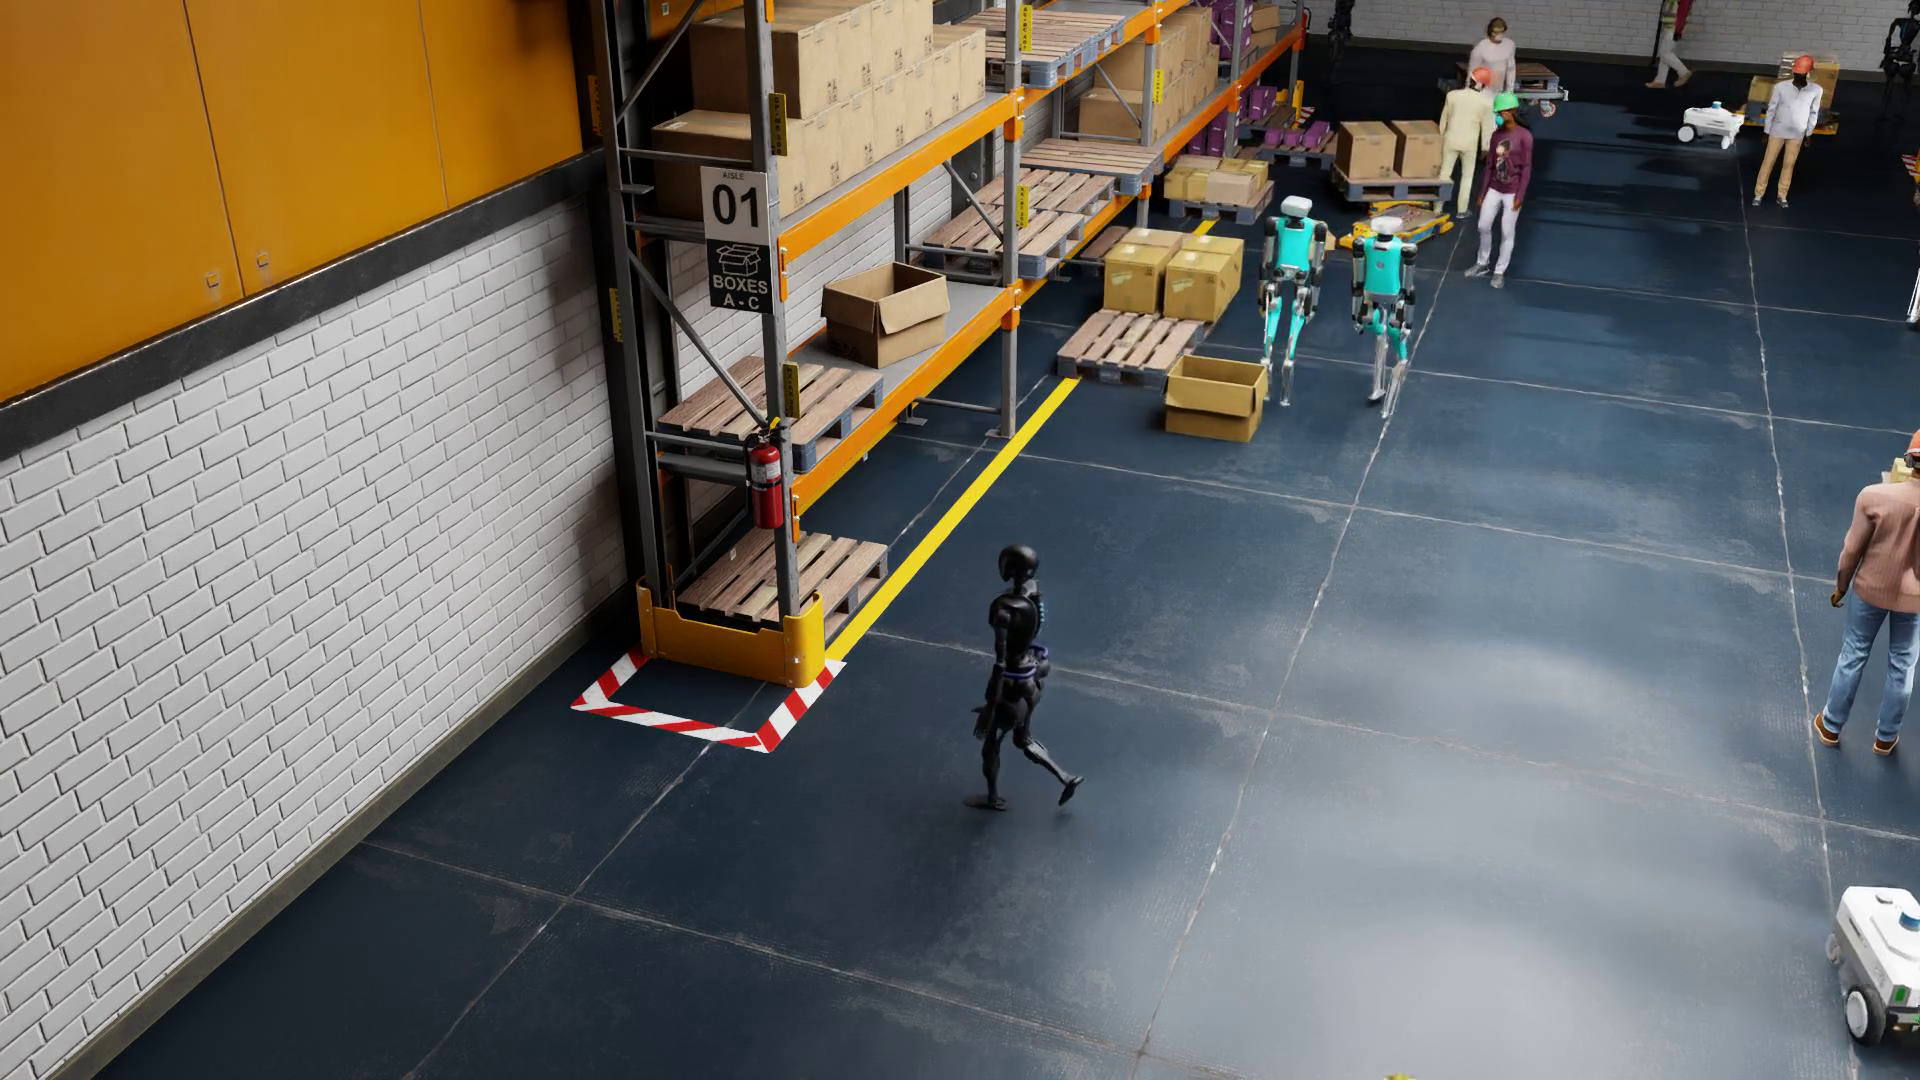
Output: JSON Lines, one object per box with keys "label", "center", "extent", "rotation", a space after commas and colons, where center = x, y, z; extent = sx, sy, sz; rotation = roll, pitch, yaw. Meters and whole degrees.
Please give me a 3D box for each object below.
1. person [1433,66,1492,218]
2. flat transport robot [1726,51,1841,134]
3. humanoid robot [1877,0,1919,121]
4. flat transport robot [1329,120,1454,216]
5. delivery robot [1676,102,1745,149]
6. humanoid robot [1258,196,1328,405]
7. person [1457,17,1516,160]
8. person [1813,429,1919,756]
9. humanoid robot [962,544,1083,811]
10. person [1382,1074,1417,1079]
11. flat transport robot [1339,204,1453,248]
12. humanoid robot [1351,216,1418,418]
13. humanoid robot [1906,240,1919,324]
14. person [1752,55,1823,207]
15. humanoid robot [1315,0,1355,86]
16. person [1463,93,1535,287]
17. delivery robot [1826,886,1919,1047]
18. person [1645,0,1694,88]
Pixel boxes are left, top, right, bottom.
{"label": "person", "center": [5.717, -4.523, 18.930], "extent": [0.595, 1.726, 0.364], "rotation": [17, 32, 29]}
{"label": "flat transport robot", "center": [11.410, -5.848, 23.094], "extent": [1.431, 0.231, 0.659], "rotation": [13, 30, 24]}
{"label": "humanoid robot", "center": [13.121, -6.681, 23.168], "extent": [0.374, 1.657, 0.600], "rotation": [-18, 32, -31]}
{"label": "flat transport robot", "center": [5.024, -4.013, 19.535], "extent": [0.659, 0.231, 1.431], "rotation": [-1, 27, -1]}
{"label": "delivery robot", "center": [10.026, -5.547, 22.191], "extent": [0.749, 0.587, 0.525], "rotation": [23, 35, 37]}
{"label": "humanoid robot", "center": [2.704, -1.931, 13.880], "extent": [0.532, 1.784, 0.650], "rotation": [10, 29, 18]}
{"label": "person", "center": [6.617, -5.646, 20.945], "extent": [0.624, 1.883, 1.026], "rotation": [-15, 31, -26]}
{"label": "person", "center": [5.225, 0.289, 9.320], "extent": [0.610, 1.985, 0.398], "rotation": [12, 30, 23]}
{"label": "humanoid robot", "center": [0.314, 0.769, 8.742], "extent": [0.621, 1.639, 0.603], "rotation": [11, 29, 21]}
{"label": "person", "center": [1.331, 2.524, 5.120], "extent": [0.632, 1.885, 0.925], "rotation": [-6, 28, -11]}
{"label": "flat transport robot", "center": [4.849, -3.439, 18.422], "extent": [0.659, 0.231, 1.431], "rotation": [21, 34, 35]}
{"label": "humanoid robot", "center": [3.557, -1.877, 13.823], "extent": [0.549, 1.787, 0.838], "rotation": [16, 31, 28]}
{"label": "humanoid robot", "center": [9.238, -2.840, 15.508], "extent": [0.533, 1.681, 0.735], "rotation": [12, 30, 23]}
{"label": "person", "center": [9.645, -4.755, 19.356], "extent": [0.561, 1.748, 0.337], "rotation": [7, 28, 14]}
{"label": "humanoid robot", "center": [5.722, -7.723, 25.203], "extent": [0.420, 1.645, 0.608], "rotation": [19, 33, 32]}
{"label": "person", "center": [5.503, -3.542, 16.838], "extent": [0.431, 1.912, 0.579], "rotation": [-22, 34, -36]}
{"label": "delivery robot", "center": [4.322, 1.949, 7.652], "extent": [0.499, 0.589, 0.790], "rotation": [2, 27, 4]}
{"label": "person", "center": [10.765, -7.691, 24.974], "extent": [0.518, 1.831, 0.636], "rotation": [6, 28, 12]}
